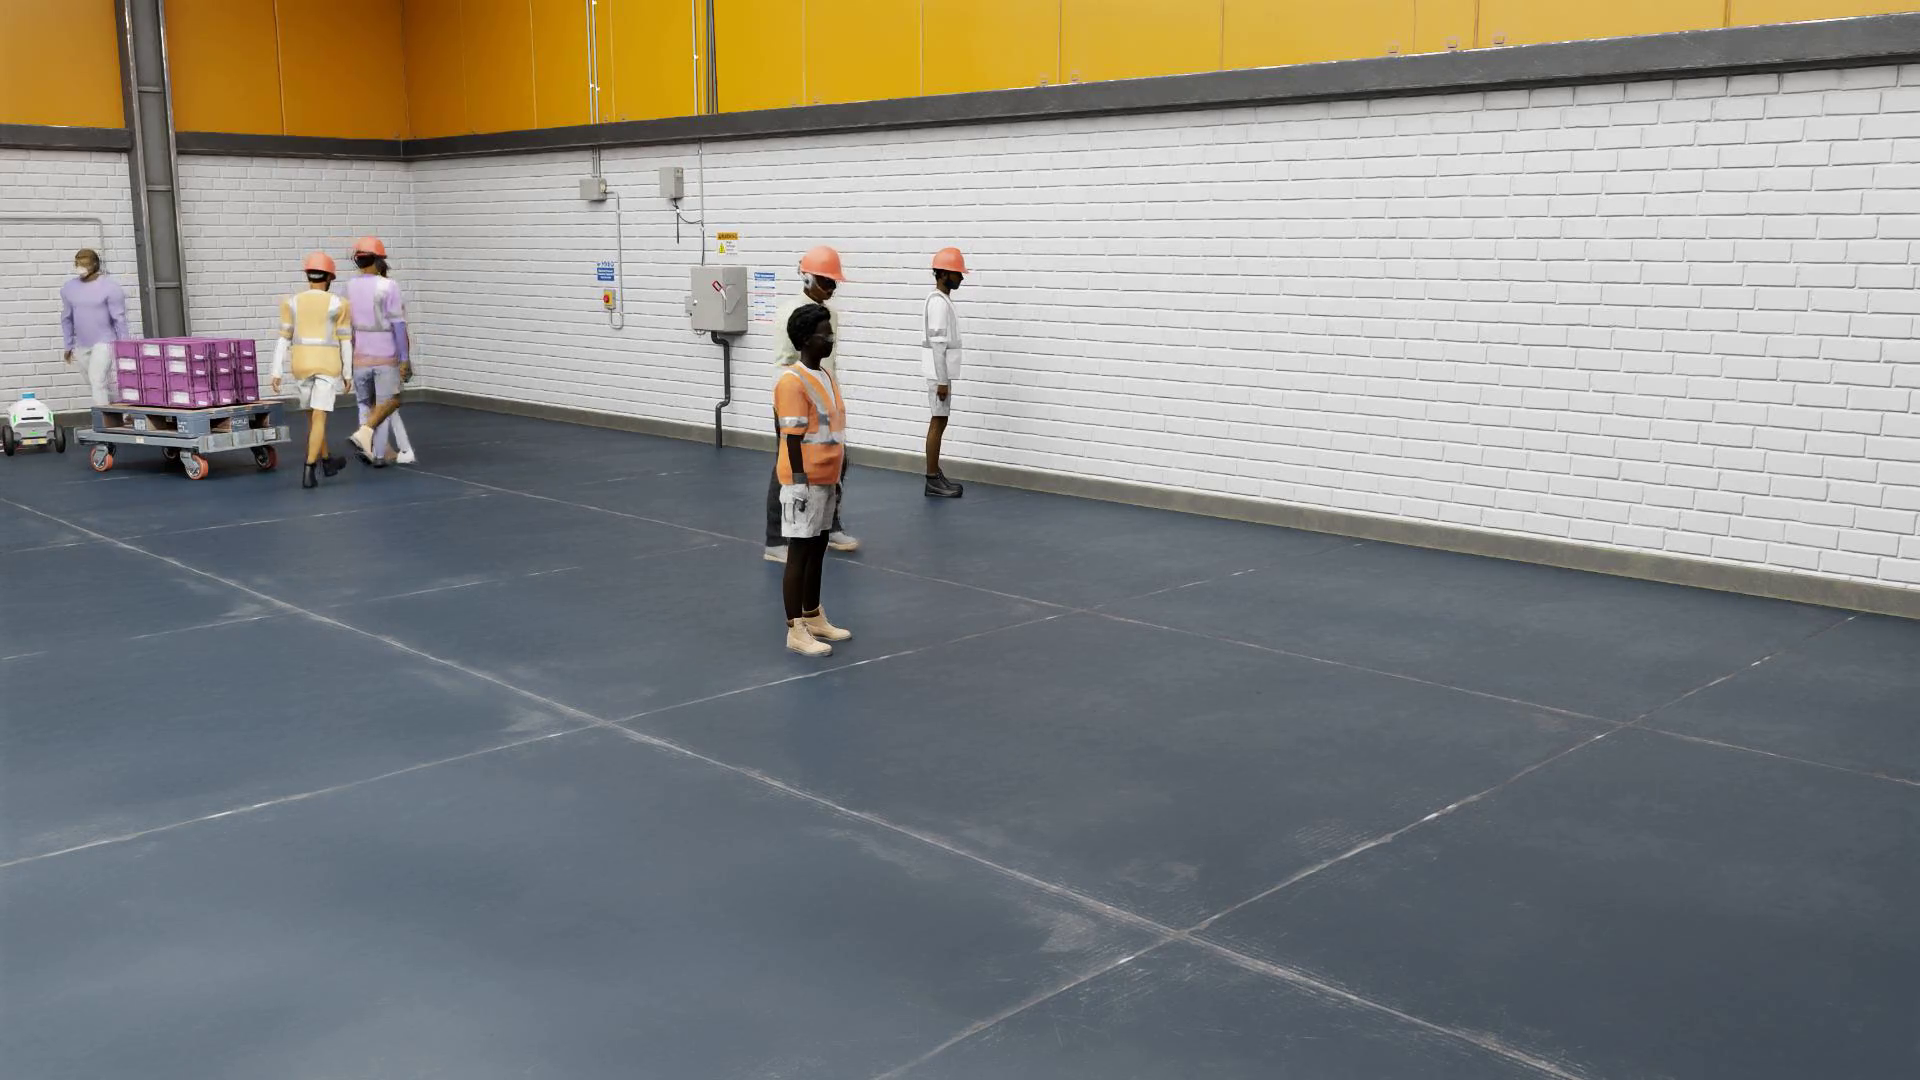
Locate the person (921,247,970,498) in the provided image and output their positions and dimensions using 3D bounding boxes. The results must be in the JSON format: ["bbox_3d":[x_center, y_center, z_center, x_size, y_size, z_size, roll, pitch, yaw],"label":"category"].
[{"bbox_3d":[-0.111,-1.294,12.910,0.379,1.929,0.542,0,10,-1],"label":"person"}]

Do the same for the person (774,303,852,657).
[{"bbox_3d":[-0.715,-0.296,8.091,0.318,1.699,0.535,3,11,15],"label":"person"}]

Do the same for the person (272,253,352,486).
[{"bbox_3d":[-5.281,-1.393,13.616,0.624,1.873,0.960,0,10,-1],"label":"person"}]

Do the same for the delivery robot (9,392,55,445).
[{"bbox_3d":[-8.693,-1.141,15.563,0.477,0.478,0.707,-6,12,-30],"label":"delivery robot"}]

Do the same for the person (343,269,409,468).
[{"bbox_3d":[-5.121,-1.510,14.587,0.549,1.730,0.598,-2,11,-13],"label":"person"}]

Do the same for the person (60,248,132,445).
[{"bbox_3d":[-8.474,-1.922,16.405,0.640,1.911,0.939,2,11,11],"label":"person"}]

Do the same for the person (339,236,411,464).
[{"bbox_3d":[-5.105,-1.627,14.476,0.637,2.017,0.667,4,11,21],"label":"person"}]

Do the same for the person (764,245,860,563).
[{"bbox_3d":[-0.929,-0.831,10.301,0.500,1.965,0.644,7,12,32],"label":"person"}]

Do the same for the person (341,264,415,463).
[{"bbox_3d":[-5.224,-1.606,14.934,0.972,1.815,0.505,7,12,32],"label":"person"}]
